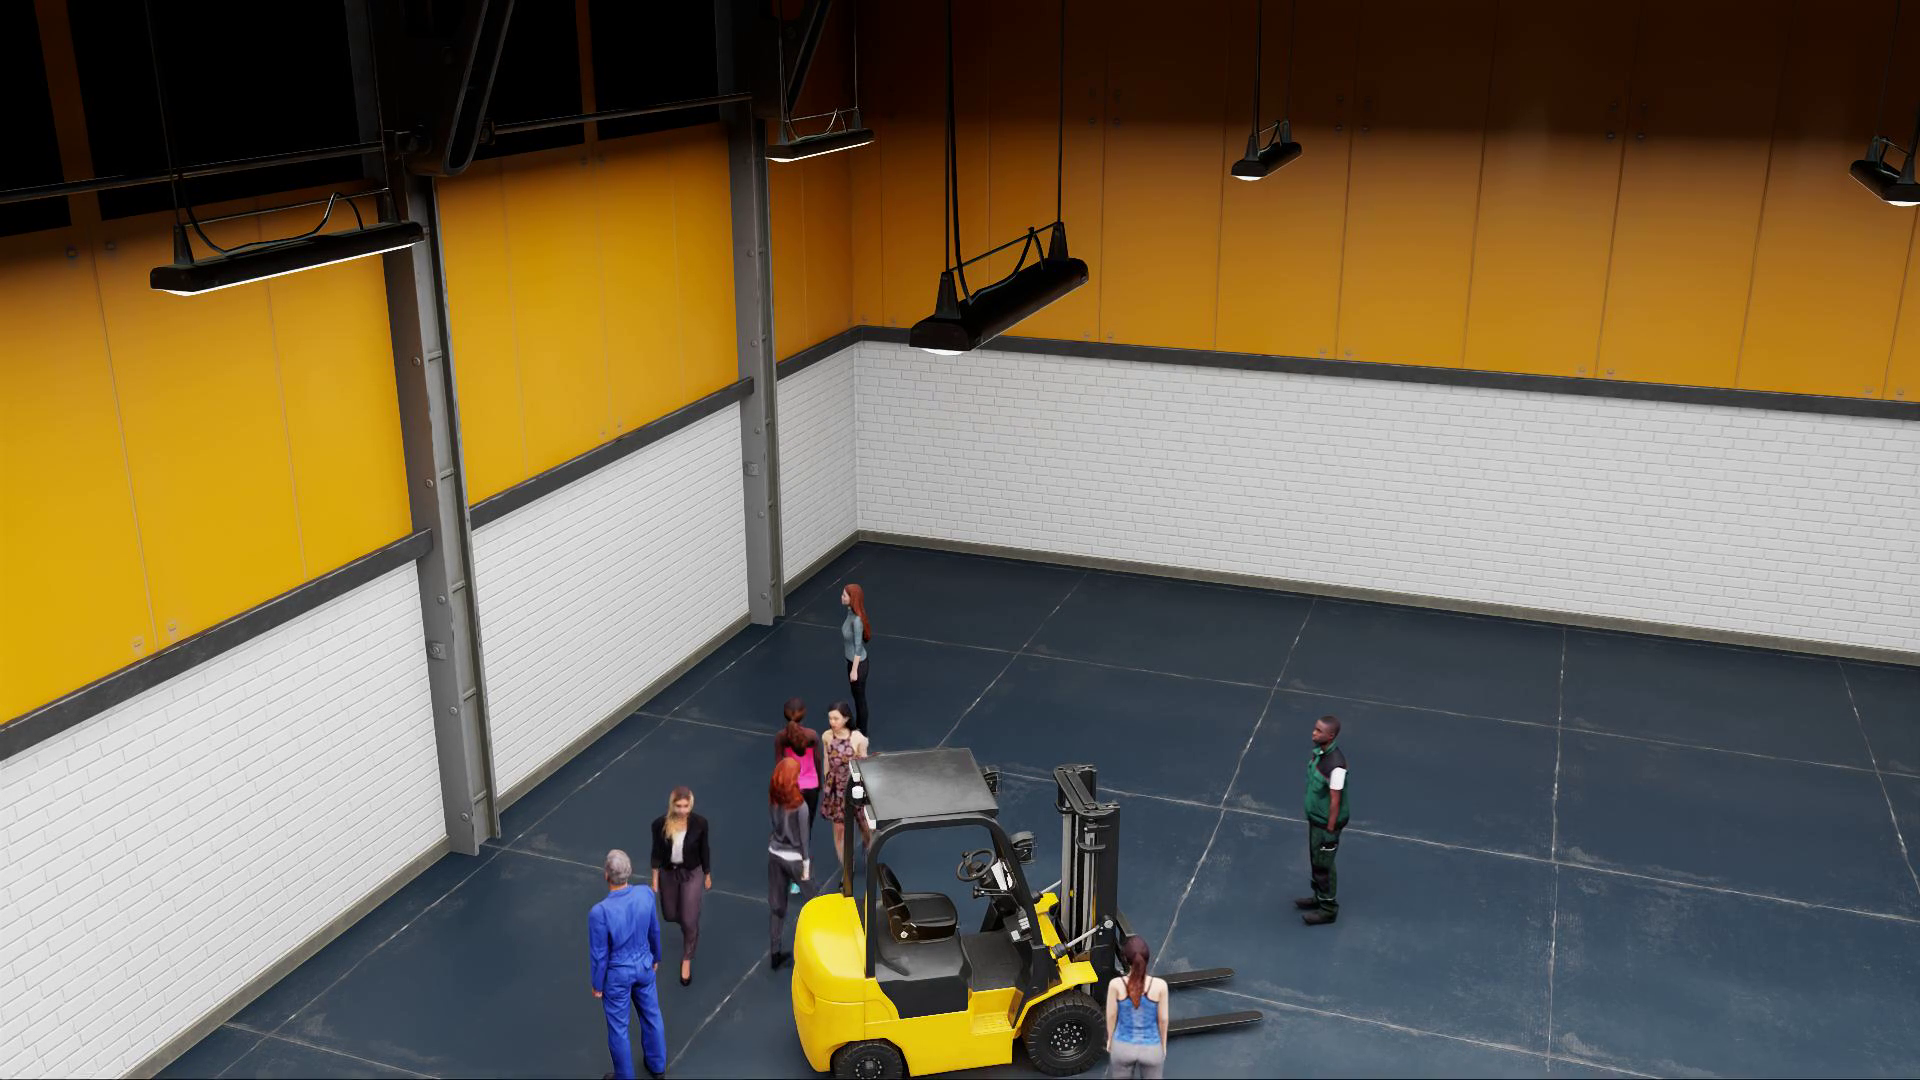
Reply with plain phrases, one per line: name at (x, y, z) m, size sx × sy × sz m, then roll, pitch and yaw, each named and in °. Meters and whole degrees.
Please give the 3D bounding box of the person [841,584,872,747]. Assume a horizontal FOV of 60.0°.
person at (-1.054, 1.269, 16.913) m, size 0.722 × 1.743 × 0.622 m, roll -3°, pitch 19°, yaw -8°

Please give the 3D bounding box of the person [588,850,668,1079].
person at (-2.319, 3.008, 11.615) m, size 0.695 × 1.830 × 0.853 m, roll -15°, pitch 24°, yaw -38°

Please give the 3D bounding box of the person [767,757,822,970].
person at (-1.388, 2.567, 13.041) m, size 0.747 × 1.756 × 0.929 m, roll 11°, pitch 22°, yaw 30°

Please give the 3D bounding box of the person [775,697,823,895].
person at (-1.375, 2.207, 14.229) m, size 0.660 × 1.680 × 1.132 m, roll 3°, pitch 19°, yaw 8°

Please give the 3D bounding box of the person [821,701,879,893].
person at (-0.931, 2.160, 14.258) m, size 0.700 × 1.749 × 0.896 m, roll 3°, pitch 19°, yaw 9°

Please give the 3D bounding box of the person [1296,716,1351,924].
person at (3.025, 2.289, 13.740) m, size 0.818 × 1.836 × 0.662 m, roll 0°, pitch 19°, yaw -1°

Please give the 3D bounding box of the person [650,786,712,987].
person at (-2.177, 2.633, 13.016) m, size 0.847 × 1.646 × 1.014 m, roll -1°, pitch 19°, yaw -2°

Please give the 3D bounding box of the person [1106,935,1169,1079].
person at (1.158, 3.345, 10.960) m, size 0.611 × 1.608 × 0.607 m, roll 2°, pitch 19°, yaw 7°
